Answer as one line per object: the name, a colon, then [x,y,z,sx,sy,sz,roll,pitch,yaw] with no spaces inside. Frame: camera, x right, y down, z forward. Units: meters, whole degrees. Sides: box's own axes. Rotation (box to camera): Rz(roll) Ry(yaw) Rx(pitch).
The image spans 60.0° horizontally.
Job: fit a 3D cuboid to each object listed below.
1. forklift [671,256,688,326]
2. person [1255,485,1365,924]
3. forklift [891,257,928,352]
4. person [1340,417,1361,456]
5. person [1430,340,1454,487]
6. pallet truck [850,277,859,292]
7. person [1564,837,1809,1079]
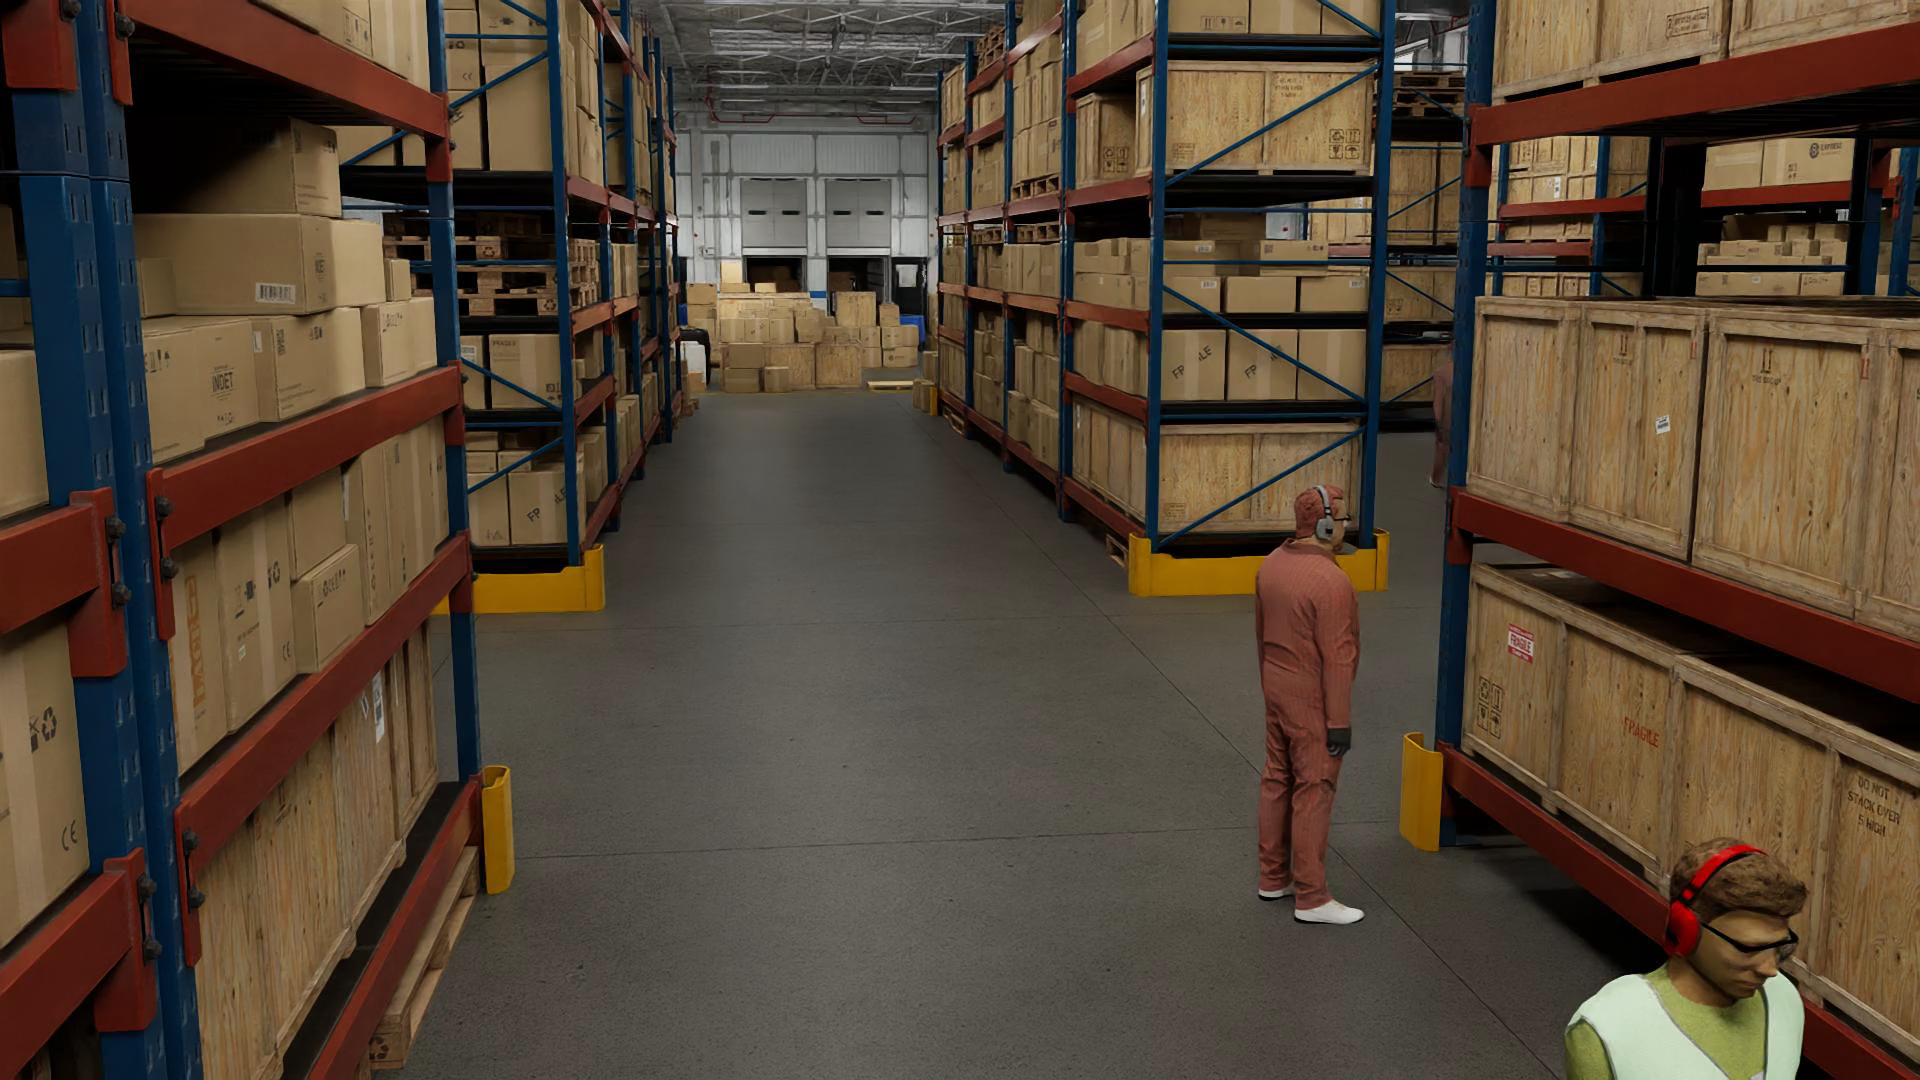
forklift: [-10.150,-8.825,59.945,1.873,2.768,1.129,4,11,24]
person: [1.542,0.707,7.281,0.399,1.909,0.642,-3,10,-18]
forklift: [-1.564,-7.038,49.539,1.129,2.768,1.873,1,10,8]
person: [4.161,-1.067,18.241,0.319,1.690,0.531,-9,13,-41]
person: [6.082,-1.512,20.356,0.649,1.861,0.982,0,10,0]
pallet truck: [-3.782,-9.391,65.808,1.885,1.965,0.823,2,10,10]
person: [1.363,1.444,3.193,0.562,1.838,0.390,-5,11,-29]
